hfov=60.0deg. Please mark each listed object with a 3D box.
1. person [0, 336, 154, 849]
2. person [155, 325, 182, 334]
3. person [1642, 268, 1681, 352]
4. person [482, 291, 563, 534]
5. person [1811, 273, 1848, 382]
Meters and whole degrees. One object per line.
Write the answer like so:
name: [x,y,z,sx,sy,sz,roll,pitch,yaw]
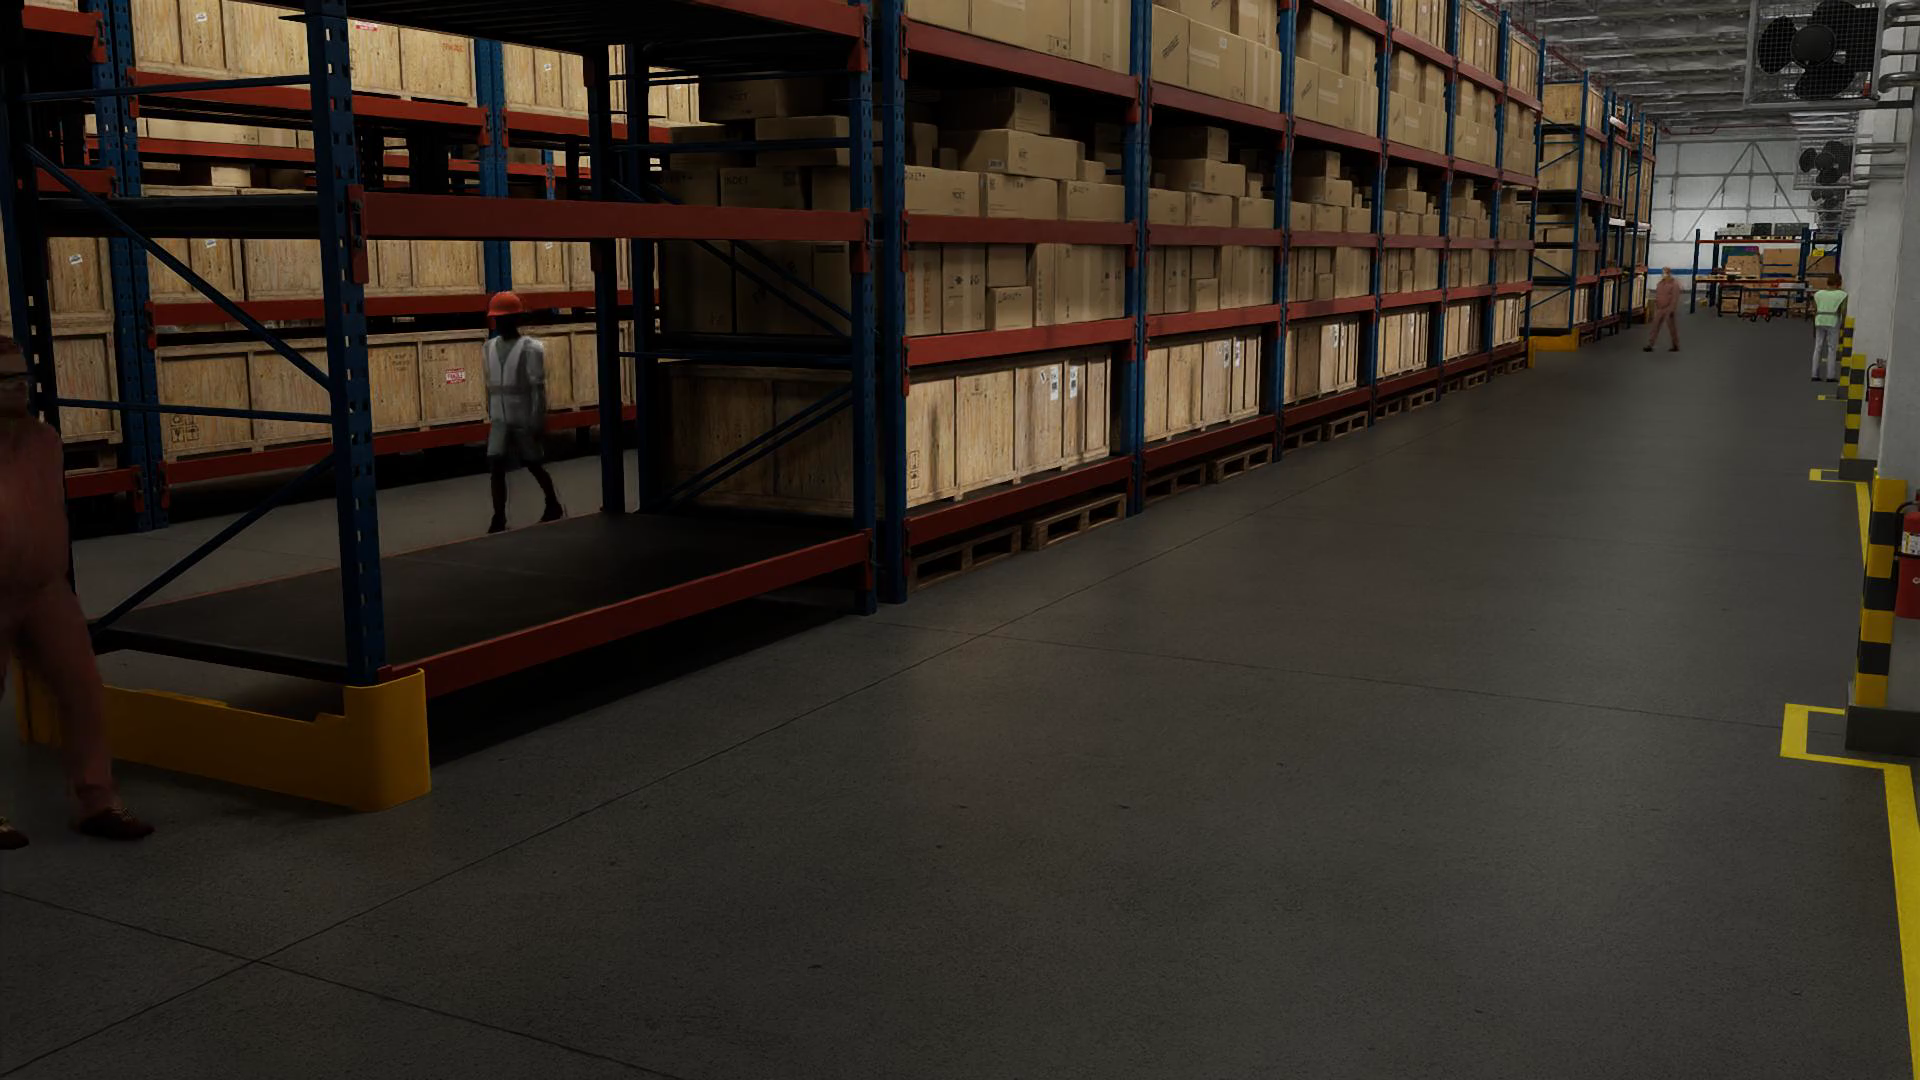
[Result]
person: [-3.360,0.219,5.979,0.826,1.877,0.653,4,11,23]
person: [-8.616,-1.801,18.118,0.501,1.720,0.435,5,11,25]
person: [15.600,-5.087,36.768,0.990,1.857,0.663,-5,11,-27]
person: [-3.386,-0.963,12.768,0.553,1.903,0.941,3,10,18]
person: [14.677,-3.578,28.099,0.389,1.837,0.560,-8,13,-40]
